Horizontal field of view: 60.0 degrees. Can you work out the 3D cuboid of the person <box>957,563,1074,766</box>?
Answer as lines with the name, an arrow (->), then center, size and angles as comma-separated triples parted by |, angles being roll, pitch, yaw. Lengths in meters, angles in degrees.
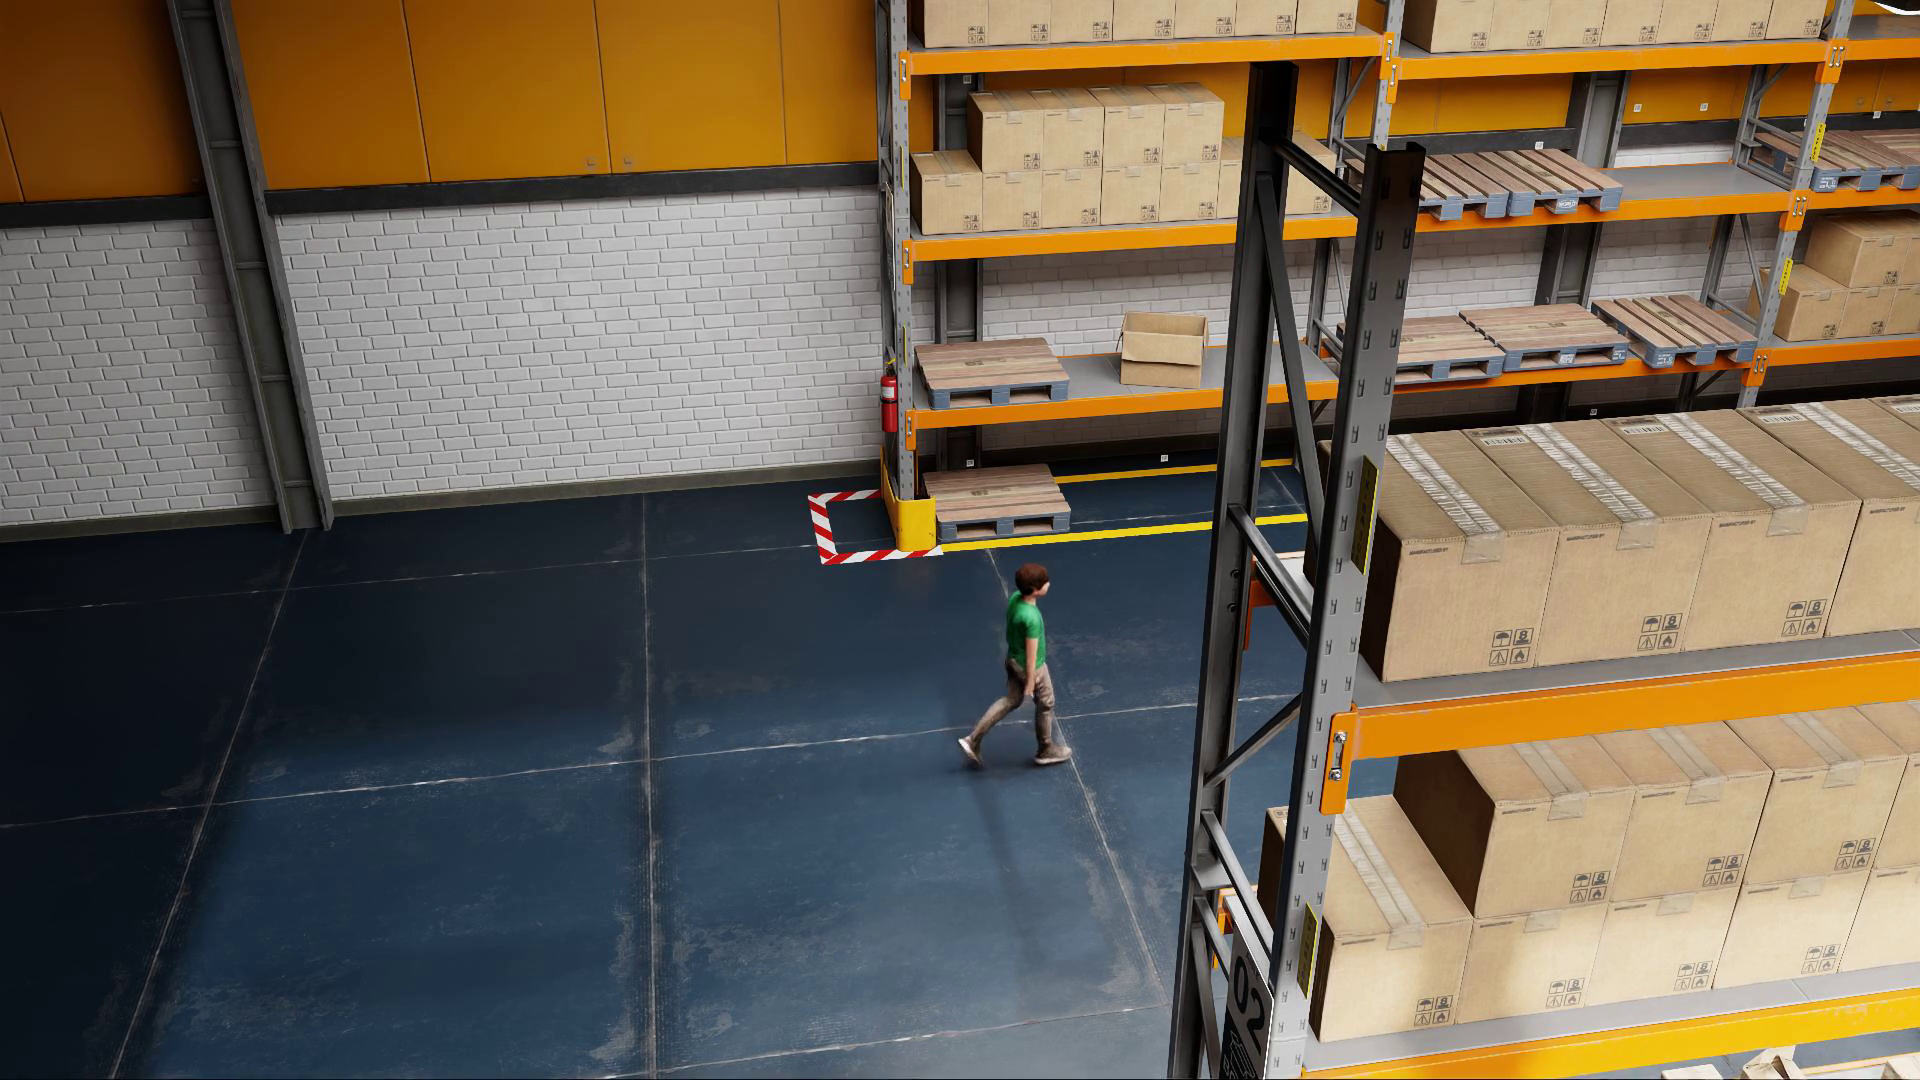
person -> 0.373, 0.895, 11.529 | 1.098, 1.624, 0.698 | -10, 30, -17
